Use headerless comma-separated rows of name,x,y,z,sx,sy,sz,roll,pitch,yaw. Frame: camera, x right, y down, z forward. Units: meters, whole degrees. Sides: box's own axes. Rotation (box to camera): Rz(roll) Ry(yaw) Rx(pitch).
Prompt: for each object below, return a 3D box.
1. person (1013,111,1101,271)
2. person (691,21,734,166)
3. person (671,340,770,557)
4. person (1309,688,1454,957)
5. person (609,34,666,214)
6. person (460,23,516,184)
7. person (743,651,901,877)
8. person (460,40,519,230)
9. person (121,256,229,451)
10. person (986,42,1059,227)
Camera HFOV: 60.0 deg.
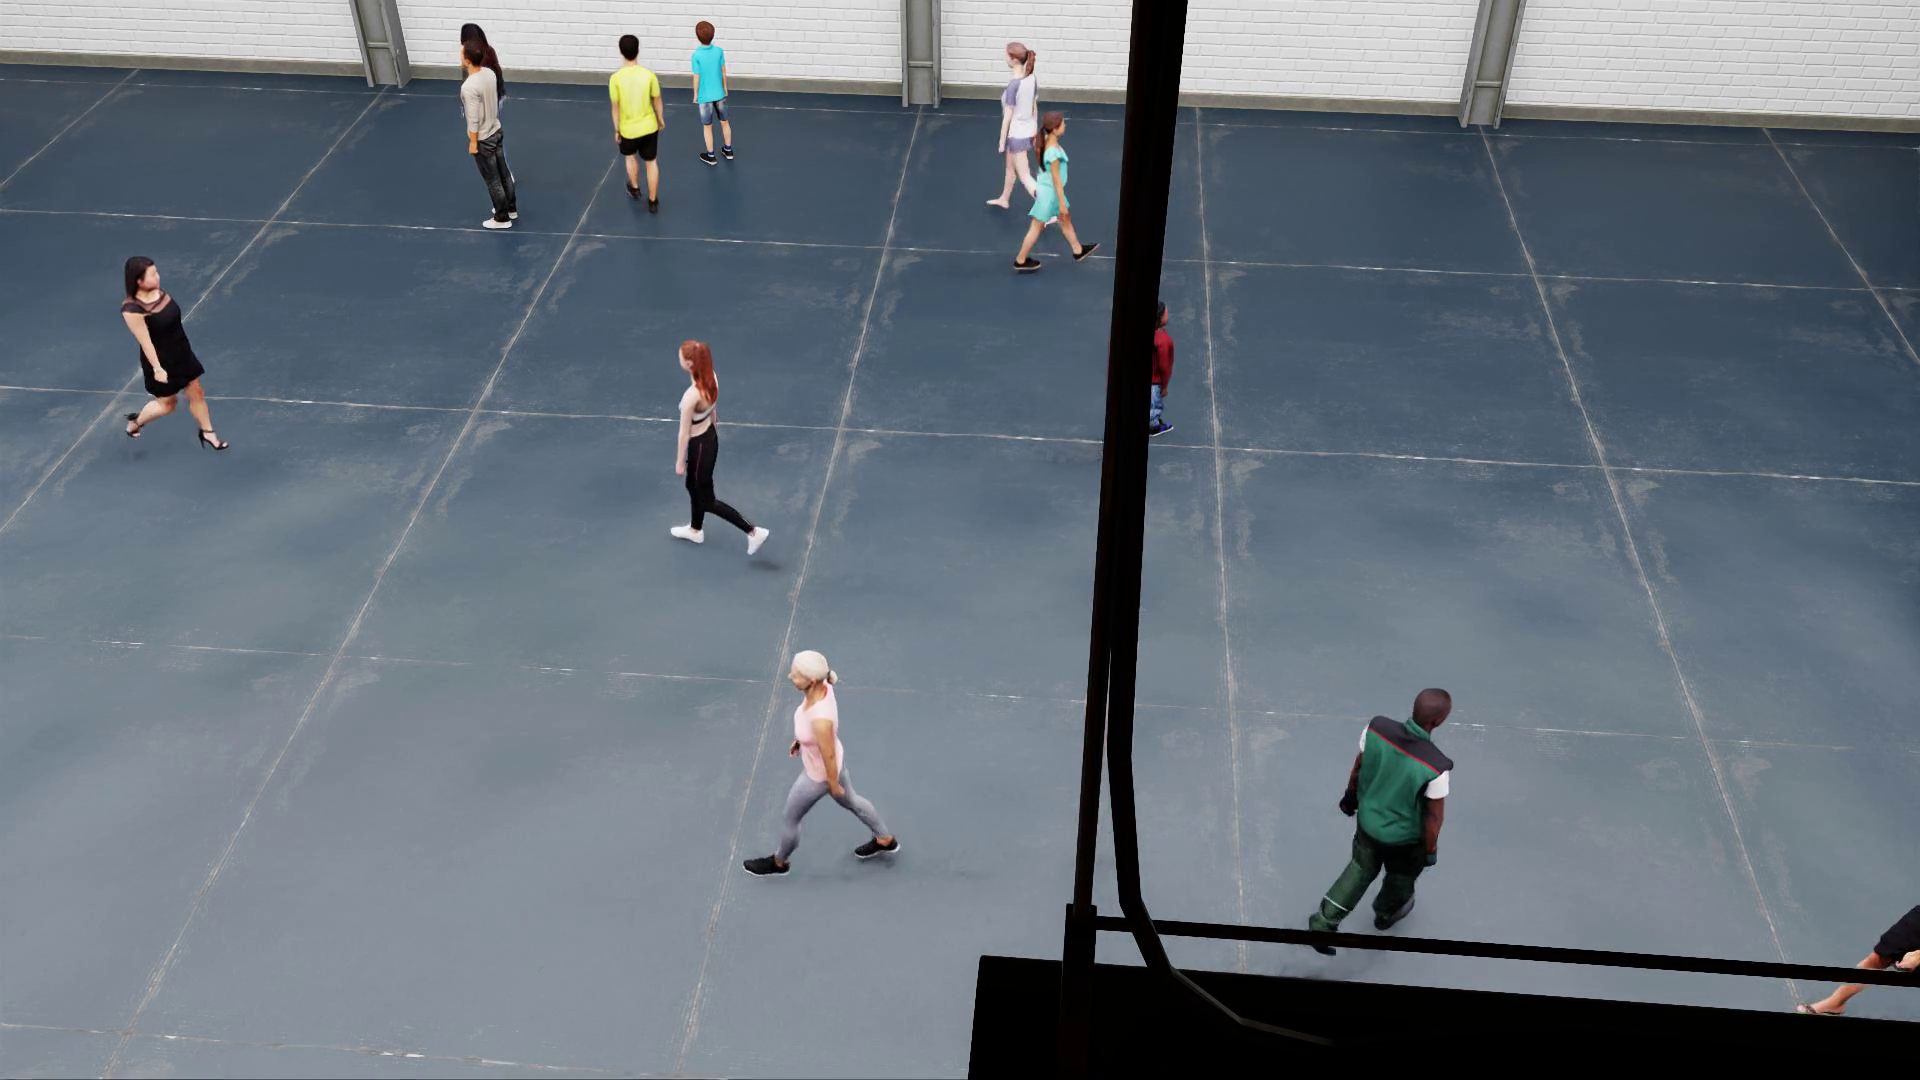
person,0.729,-3.072,14.852,1.091,1.515,0.727,-6,39,-7
person,-2.500,-4.500,16.692,0.577,1.449,0.652,-24,44,-27
person,-1.735,-0.594,11.579,1.074,1.726,0.696,10,40,12
person,2.232,1.551,8.829,1.212,1.807,1.164,-29,47,-31
person,-3.037,-3.898,15.746,0.847,1.689,0.853,-9,40,-12
person,-4.547,-4.229,16.214,0.768,1.623,0.750,15,41,18
person,-0.684,1.254,9.301,1.149,1.683,0.618,-1,39,-1
person,-4.405,-3.785,15.507,0.588,1.811,0.674,8,39,10
person,-6.073,-1.342,12.544,0.937,1.691,0.636,3,39,3
person,0.637,-3.735,15.516,1.171,1.723,0.917,23,44,26
